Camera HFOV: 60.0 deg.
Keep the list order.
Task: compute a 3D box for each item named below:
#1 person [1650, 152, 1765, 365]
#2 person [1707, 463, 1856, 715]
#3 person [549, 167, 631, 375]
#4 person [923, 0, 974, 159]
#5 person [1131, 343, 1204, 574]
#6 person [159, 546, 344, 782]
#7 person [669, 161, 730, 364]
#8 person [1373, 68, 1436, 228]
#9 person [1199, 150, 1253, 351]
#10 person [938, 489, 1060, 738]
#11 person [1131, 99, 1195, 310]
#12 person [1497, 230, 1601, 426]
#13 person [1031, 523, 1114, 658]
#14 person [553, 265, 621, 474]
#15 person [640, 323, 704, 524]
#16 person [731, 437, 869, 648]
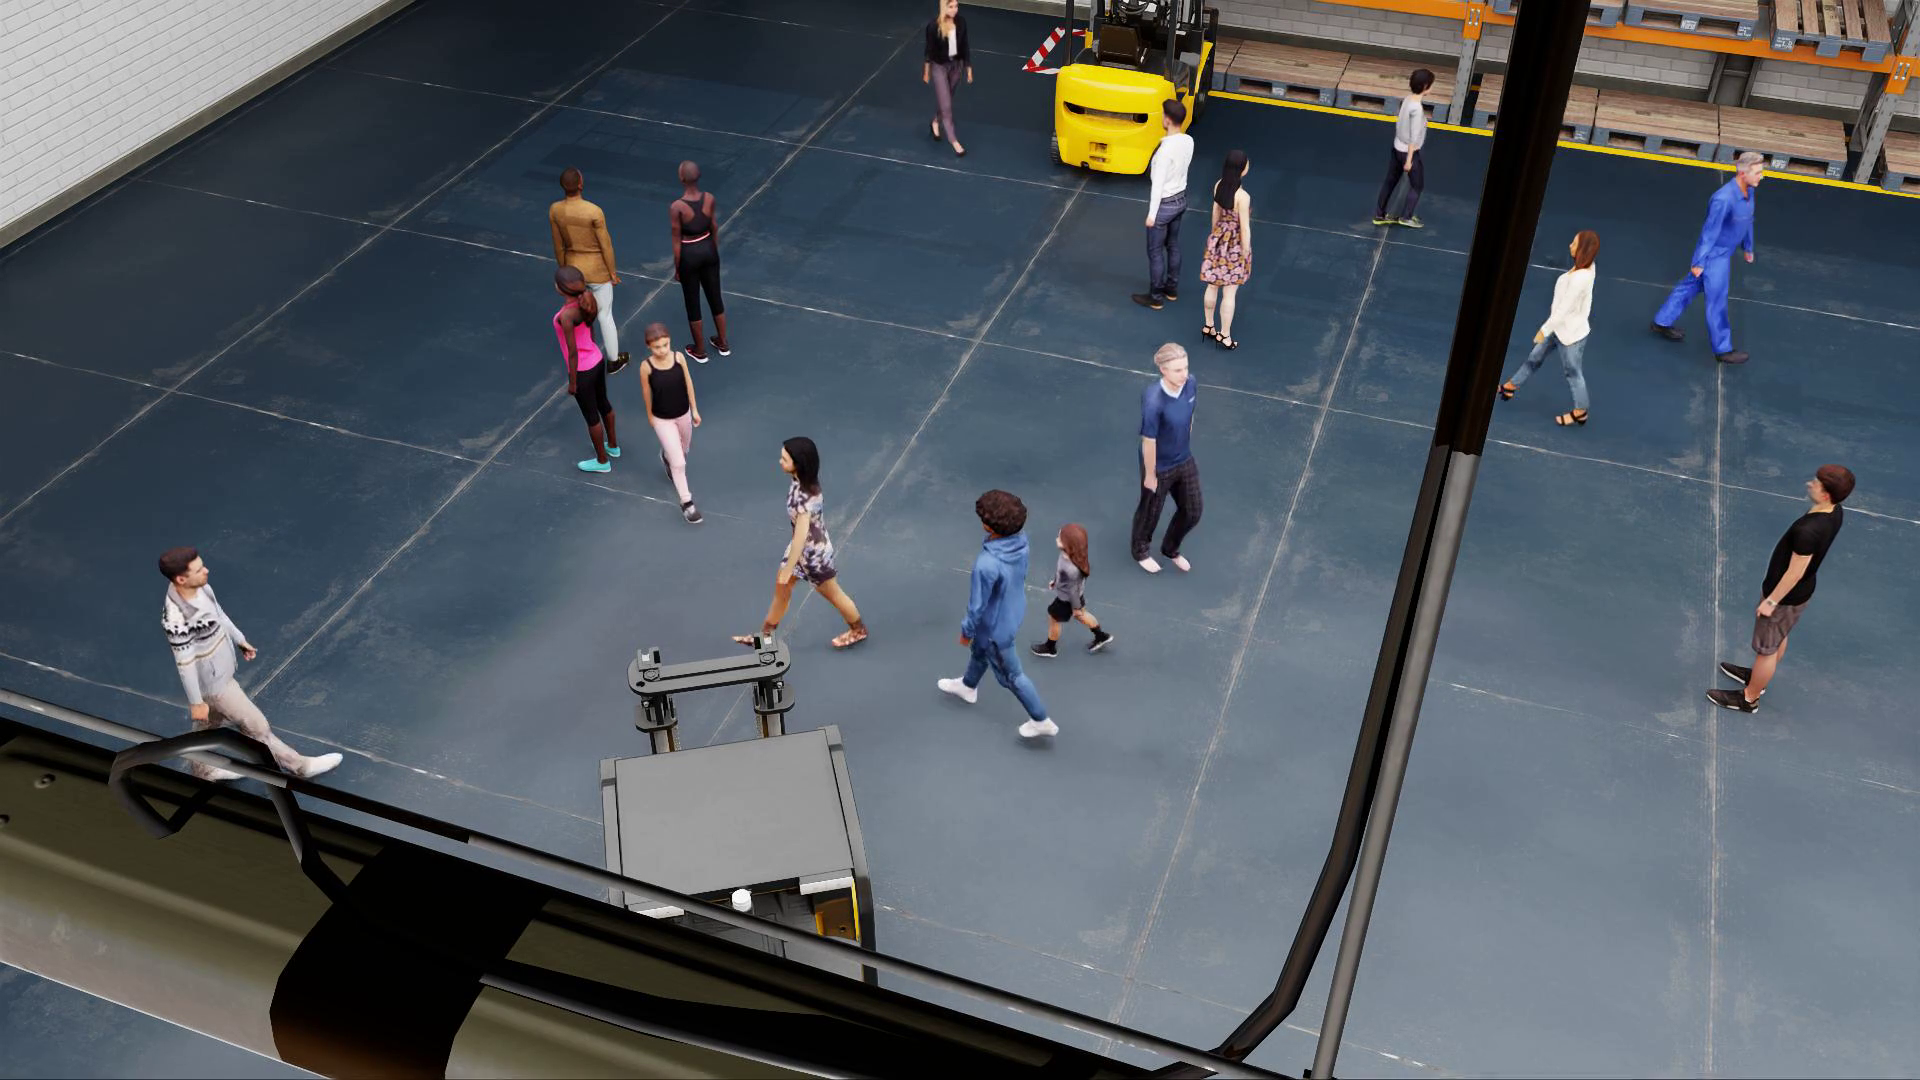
[{"bbox_3d":[6.152,-2.383,13.723,1.251,1.788,1.032,30,47,32],"label":"person"},{"bbox_3d":[5.139,0.295,10.310,0.690,1.863,0.735,25,45,28],"label":"person"},{"bbox_3d":[-3.013,-2.166,13.428,0.570,1.816,0.739,4,39,5],"label":"person"},{"bbox_3d":[-0.177,-4.722,16.785,1.025,1.623,1.128,-19,42,-22],"label":"person"},{"bbox_3d":[1.345,-0.580,11.413,0.831,1.853,0.878,-26,45,-29],"label":"person"},{"bbox_3d":[-4.457,0.796,9.719,1.268,1.817,1.111,-9,39,-11],"label":"person"},{"bbox_3d":[-2.140,-2.279,13.618,0.659,1.756,0.687,-27,46,-29],"label":"person"},{"bbox_3d":[4.078,-3.622,15.477,0.799,1.535,0.711,-3,39,-4],"label":"person"},{"bbox_3d":[2.217,-2.393,13.748,0.864,1.773,0.792,-22,43,-25],"label":"person"},{"bbox_3d":[0.308,0.498,10.121,1.180,1.782,0.799,18,42,22],"label":"person"},{"bbox_3d":[1.796,-2.871,14.275,0.704,1.861,0.699,28,47,31],"label":"person"},{"bbox_3d":[4.777,-1.587,12.840,1.027,1.647,0.611,13,40,16],"label":"person"},{"bbox_3d":[0.772,0.333,10.885,0.818,1.086,0.599,2,39,3],"label":"person"},{"bbox_3d":[-2.782,-1.276,12.389,0.541,1.723,0.553,11,40,14],"label":"person"},{"bbox_3d":[-2.118,-0.930,12.107,0.912,1.535,1.072,-22,44,-25],"label":"person"},{"bbox_3d":[-0.874,0.089,10.717,1.195,1.678,1.039,-11,40,-13],"label":"person"}]
